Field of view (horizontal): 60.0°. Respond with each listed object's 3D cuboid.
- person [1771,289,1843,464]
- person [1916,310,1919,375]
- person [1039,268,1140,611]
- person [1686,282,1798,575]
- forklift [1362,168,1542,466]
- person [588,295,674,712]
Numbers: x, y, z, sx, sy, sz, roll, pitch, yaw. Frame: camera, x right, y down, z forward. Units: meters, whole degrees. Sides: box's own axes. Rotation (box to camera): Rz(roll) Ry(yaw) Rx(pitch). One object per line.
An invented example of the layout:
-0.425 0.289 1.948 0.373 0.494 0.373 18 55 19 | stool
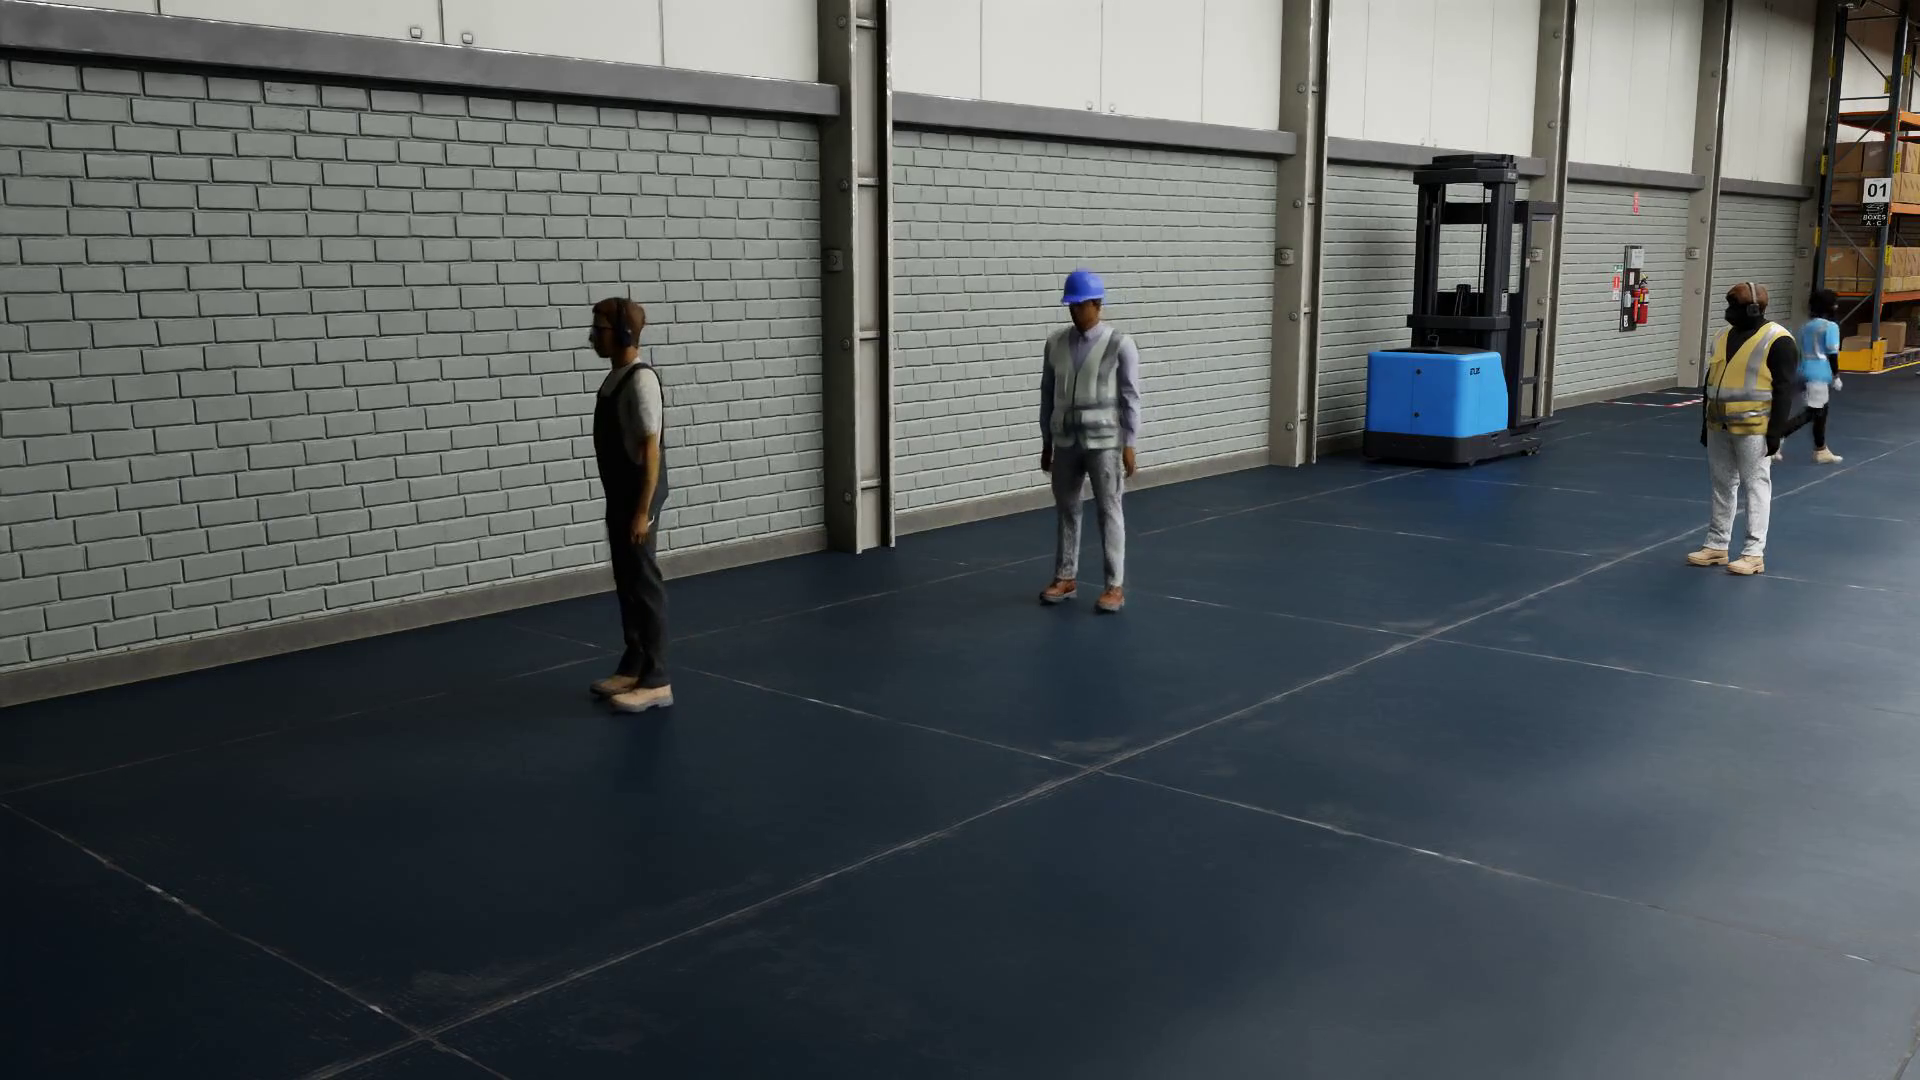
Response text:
8.076 -1.550 15.831 0.768 1.670 0.534 1 10 5 | person
15.800 -3.483 26.965 0.508 1.629 0.315 1 10 4 | person
0.720 -0.579 9.527 0.615 1.945 0.408 6 12 32 | person
4.973 -0.716 10.607 0.429 1.839 0.633 -4 11 -21 | person
4.875 -2.212 16.287 1.129 2.768 1.873 8 13 40 | forklift
-1.482 -0.165 7.455 0.329 1.844 0.513 -5 11 -27 | person
